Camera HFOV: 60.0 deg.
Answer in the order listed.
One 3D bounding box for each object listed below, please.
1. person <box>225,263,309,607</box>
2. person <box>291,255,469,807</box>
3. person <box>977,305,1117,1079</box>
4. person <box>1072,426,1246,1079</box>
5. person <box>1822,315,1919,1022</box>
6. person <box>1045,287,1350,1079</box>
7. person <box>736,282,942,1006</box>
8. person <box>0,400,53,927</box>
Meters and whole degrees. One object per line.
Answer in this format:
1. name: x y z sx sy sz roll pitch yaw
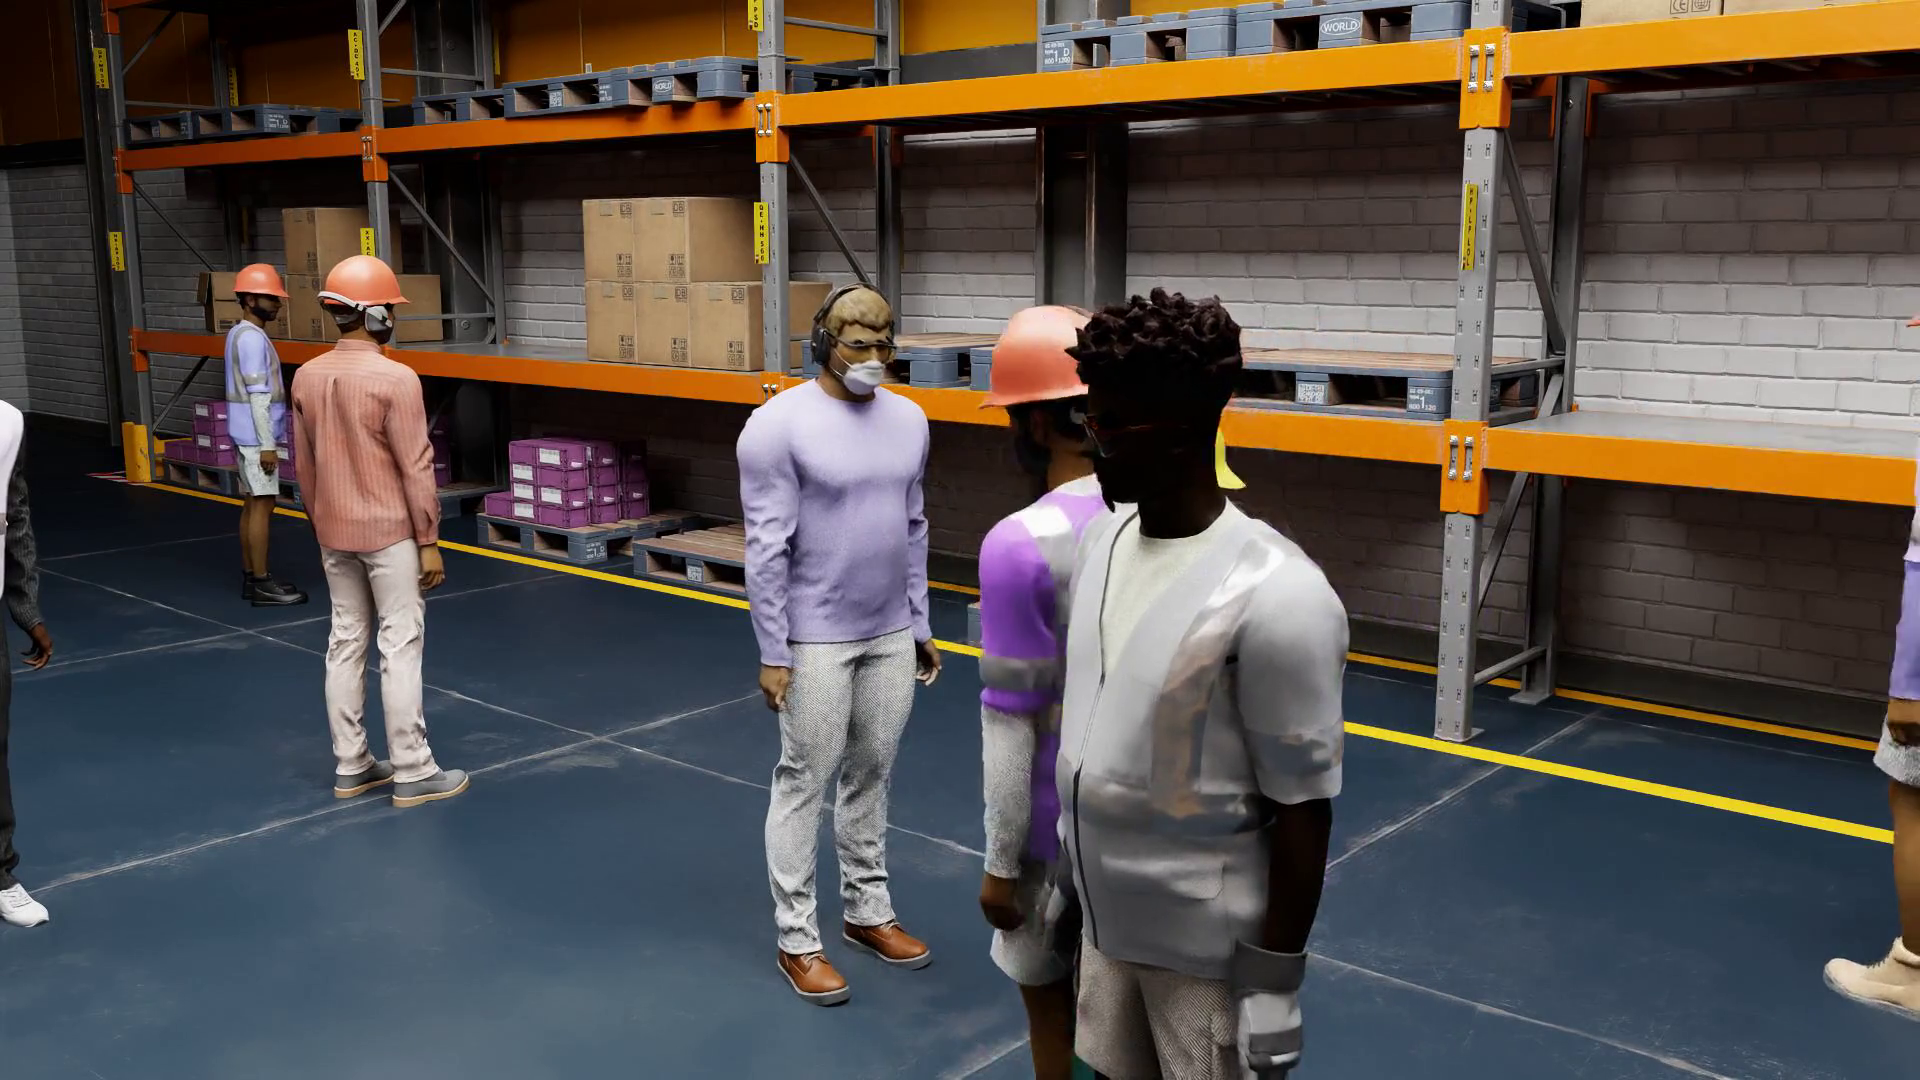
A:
1. person: -3.954 -0.591 9.449 0.375 1.934 0.548 -6 11 -29
2. person: -2.123 -0.023 6.042 0.609 1.995 0.375 5 11 25
3. person: 0.274 0.518 3.186 0.570 1.916 0.568 -9 13 -42
4. person: 0.398 0.598 3.195 0.431 1.754 0.536 5 11 25
5. person: 2.613 0.286 4.201 0.626 2.023 0.585 -5 11 -28
6. person: 0.336 0.589 2.653 0.373 1.962 0.605 -5 11 -28
7. person: -0.307 0.270 4.550 0.627 1.933 0.371 -10 14 -43
8. person: -2.983 0.230 4.837 0.391 1.913 0.587 9 13 42
